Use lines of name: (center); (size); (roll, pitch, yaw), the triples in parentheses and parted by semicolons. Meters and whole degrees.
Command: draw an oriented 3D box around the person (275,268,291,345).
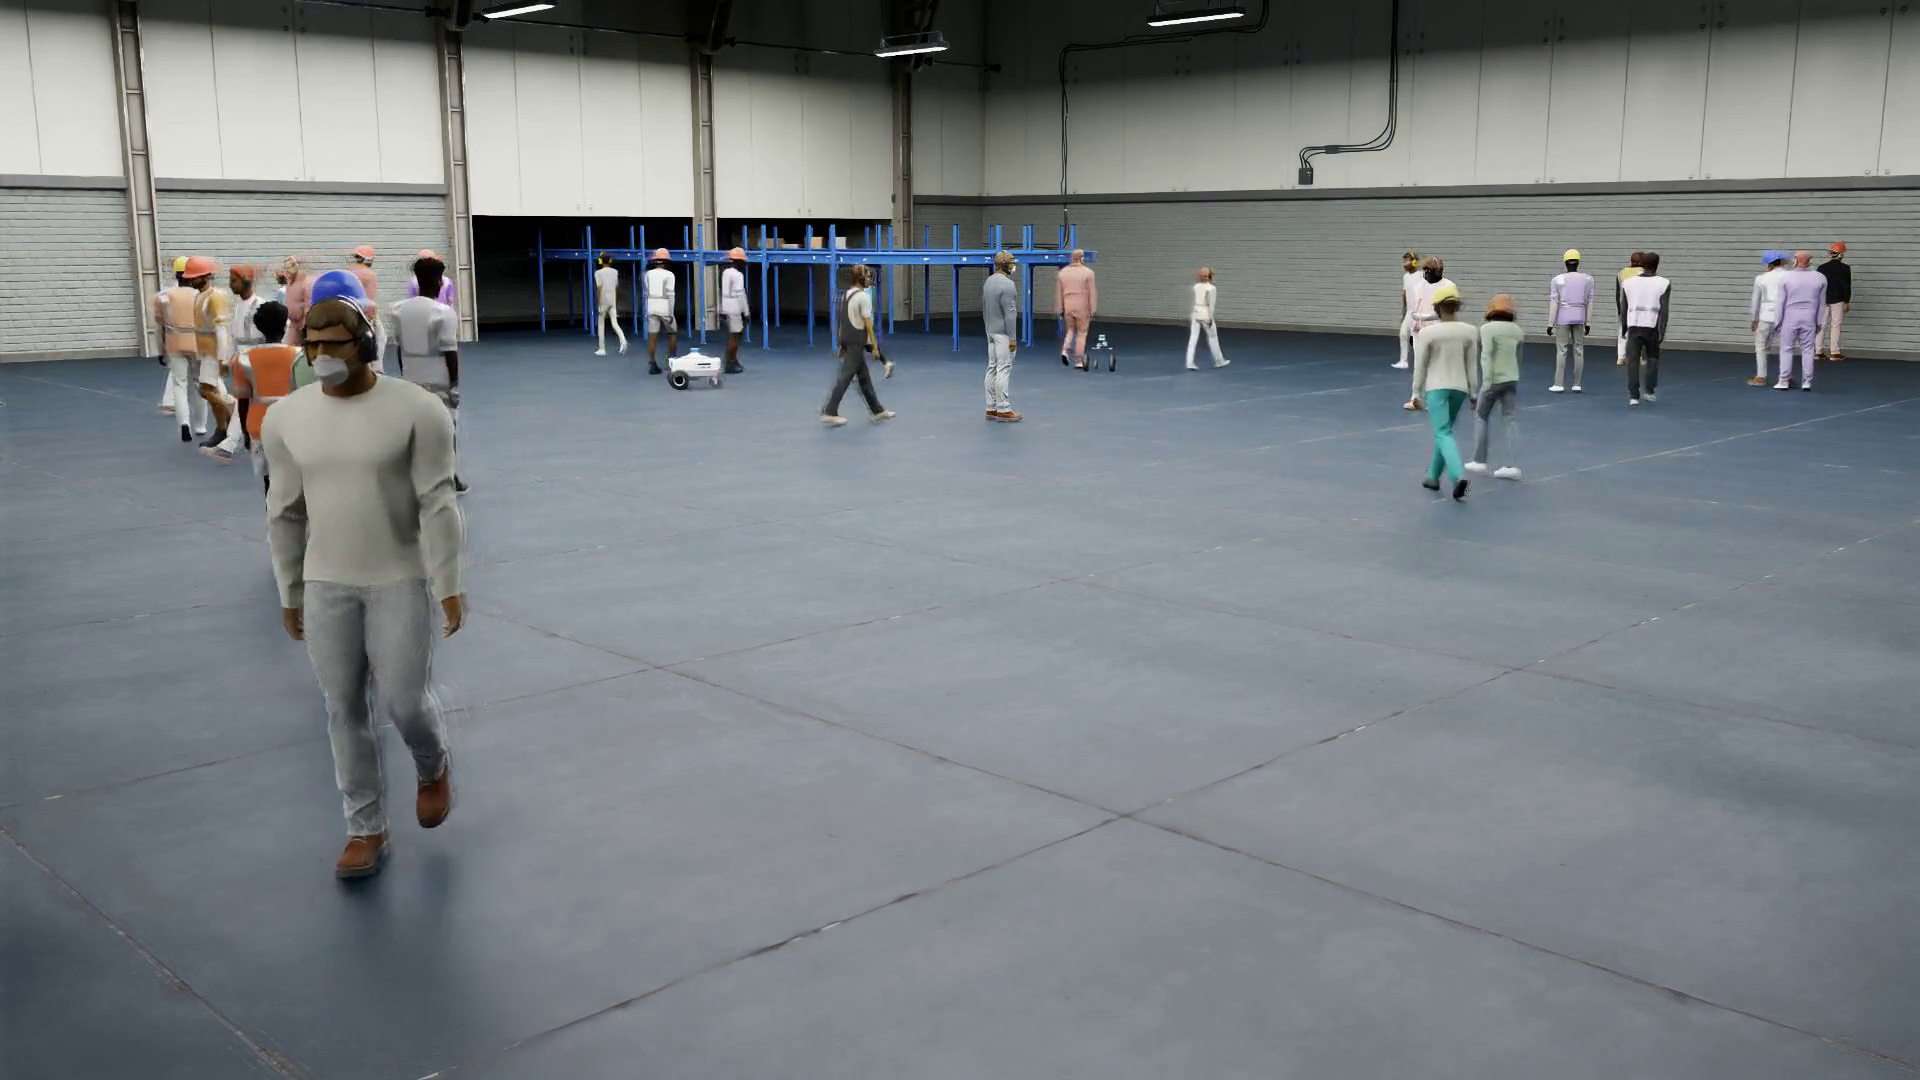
person: (-9.646, -3.073, 23.879); (0.307, 1.641, 0.512); (-1, 10, -4)

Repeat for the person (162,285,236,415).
person: (-9.033, -2.397, 19.675); (0.972, 1.826, 0.603); (-7, 12, -32)

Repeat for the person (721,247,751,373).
person: (-3.434, -3.535, 25.625); (0.536, 1.917, 0.579); (-6, 12, -31)

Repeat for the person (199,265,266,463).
person: (-6.660, -1.644, 15.557); (0.968, 1.829, 0.566); (-8, 13, -37)

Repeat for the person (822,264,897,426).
person: (-1.161, -2.190, 18.674); (0.982, 1.792, 0.528); (-6, 12, -29)

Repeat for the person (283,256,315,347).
person: (-8.927, -2.929, 22.563); (0.666, 1.840, 1.025); (8, 13, 37)

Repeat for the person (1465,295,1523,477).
person: (4.762, -1.364, 14.693); (0.518, 1.577, 0.701); (-4, 11, -22)

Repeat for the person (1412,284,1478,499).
person: (3.991, -1.221, 13.580); (0.526, 1.720, 0.881); (-2, 11, -12)

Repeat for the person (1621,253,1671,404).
person: (8.667, -2.679, 21.052); (0.587, 1.886, 0.770); (6, 12, 29)

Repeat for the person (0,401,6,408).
person: (-12.097, -2.463, 20.138); (0.609, 1.799, 0.841); (3, 11, 15)

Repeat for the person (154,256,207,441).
person: (-8.053, -2.003, 17.346); (0.585, 1.897, 0.913); (-5, 12, -26)

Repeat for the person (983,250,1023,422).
person: (0.482, -2.341, 19.075); (0.357, 1.937, 0.638); (-5, 11, -24)

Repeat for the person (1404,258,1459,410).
person: (5.684, -2.478, 20.105); (0.430, 1.838, 0.619); (-8, 13, -37)

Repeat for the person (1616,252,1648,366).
person: (11.039, -3.786, 27.215); (0.429, 1.841, 0.633); (-6, 12, -29)

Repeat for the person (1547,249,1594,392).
person: (8.243, -2.959, 22.502); (0.585, 1.917, 0.382); (0, 10, -1)

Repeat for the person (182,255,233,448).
person: (-7.429, -1.846, 16.441); (0.402, 1.908, 0.585); (-9, 14, -40)

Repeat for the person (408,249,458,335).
person: (-6.663, -2.699, 21.030); (0.576, 1.930, 0.387); (-5, 12, -26)

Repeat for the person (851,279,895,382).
person: (-1.344, -3.127, 24.057); (0.725, 1.677, 0.524); (4, 11, 21)

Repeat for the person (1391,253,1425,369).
person: (7.128, -3.583, 26.161); (0.609, 1.828, 0.507); (-6, 12, -29)

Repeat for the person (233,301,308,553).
person: (-4.415, -0.706, 10.818); (0.550, 1.686, 0.370); (-2, 11, -9)

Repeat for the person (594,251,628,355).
person: (-6.189, -4.178, 29.363); (0.525, 1.847, 0.850); (-9, 14, -41)

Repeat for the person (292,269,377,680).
person: (-2.952, -0.316, 7.999); (0.389, 1.949, 0.603); (0, 10, -1)

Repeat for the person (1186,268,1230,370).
person: (3.891, -3.482, 26.214); (0.849, 1.592, 0.527); (-8, 13, -37)

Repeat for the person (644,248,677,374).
person: (-4.567, -3.534, 25.682); (0.564, 1.904, 0.876); (4, 11, 20)

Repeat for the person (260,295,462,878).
person: (-1.972, 0.145, 5.557); (0.649, 1.920, 0.509); (0, 10, 0)

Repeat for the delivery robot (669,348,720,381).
delivery robot: (-3.701, -2.433, 23.208); (0.707, 0.478, 0.477); (-2, 11, -12)

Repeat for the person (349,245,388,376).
person: (-8.555, -3.263, 24.034); (0.611, 1.967, 0.612); (5, 12, 26)

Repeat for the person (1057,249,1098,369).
person: (1.894, -3.694, 26.597); (0.651, 1.893, 0.425); (7, 13, 34)

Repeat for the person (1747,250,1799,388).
person: (11.476, -3.100, 23.308); (0.732, 1.905, 0.390); (5, 11, 25)

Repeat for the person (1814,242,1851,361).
person: (14.867, -4.066, 28.324); (0.375, 1.995, 0.611); (-6, 12, -30)

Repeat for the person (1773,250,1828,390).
person: (11.490, -3.006, 22.794); (0.651, 1.904, 0.403); (2, 11, 9)

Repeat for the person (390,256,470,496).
person: (-4.268, -1.283, 13.270); (0.624, 1.948, 0.744); (3, 11, 18)

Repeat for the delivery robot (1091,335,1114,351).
delivery robot: (2.238, -3.118, 26.238); (0.335, 0.223, 0.698); (3, 11, 14)
